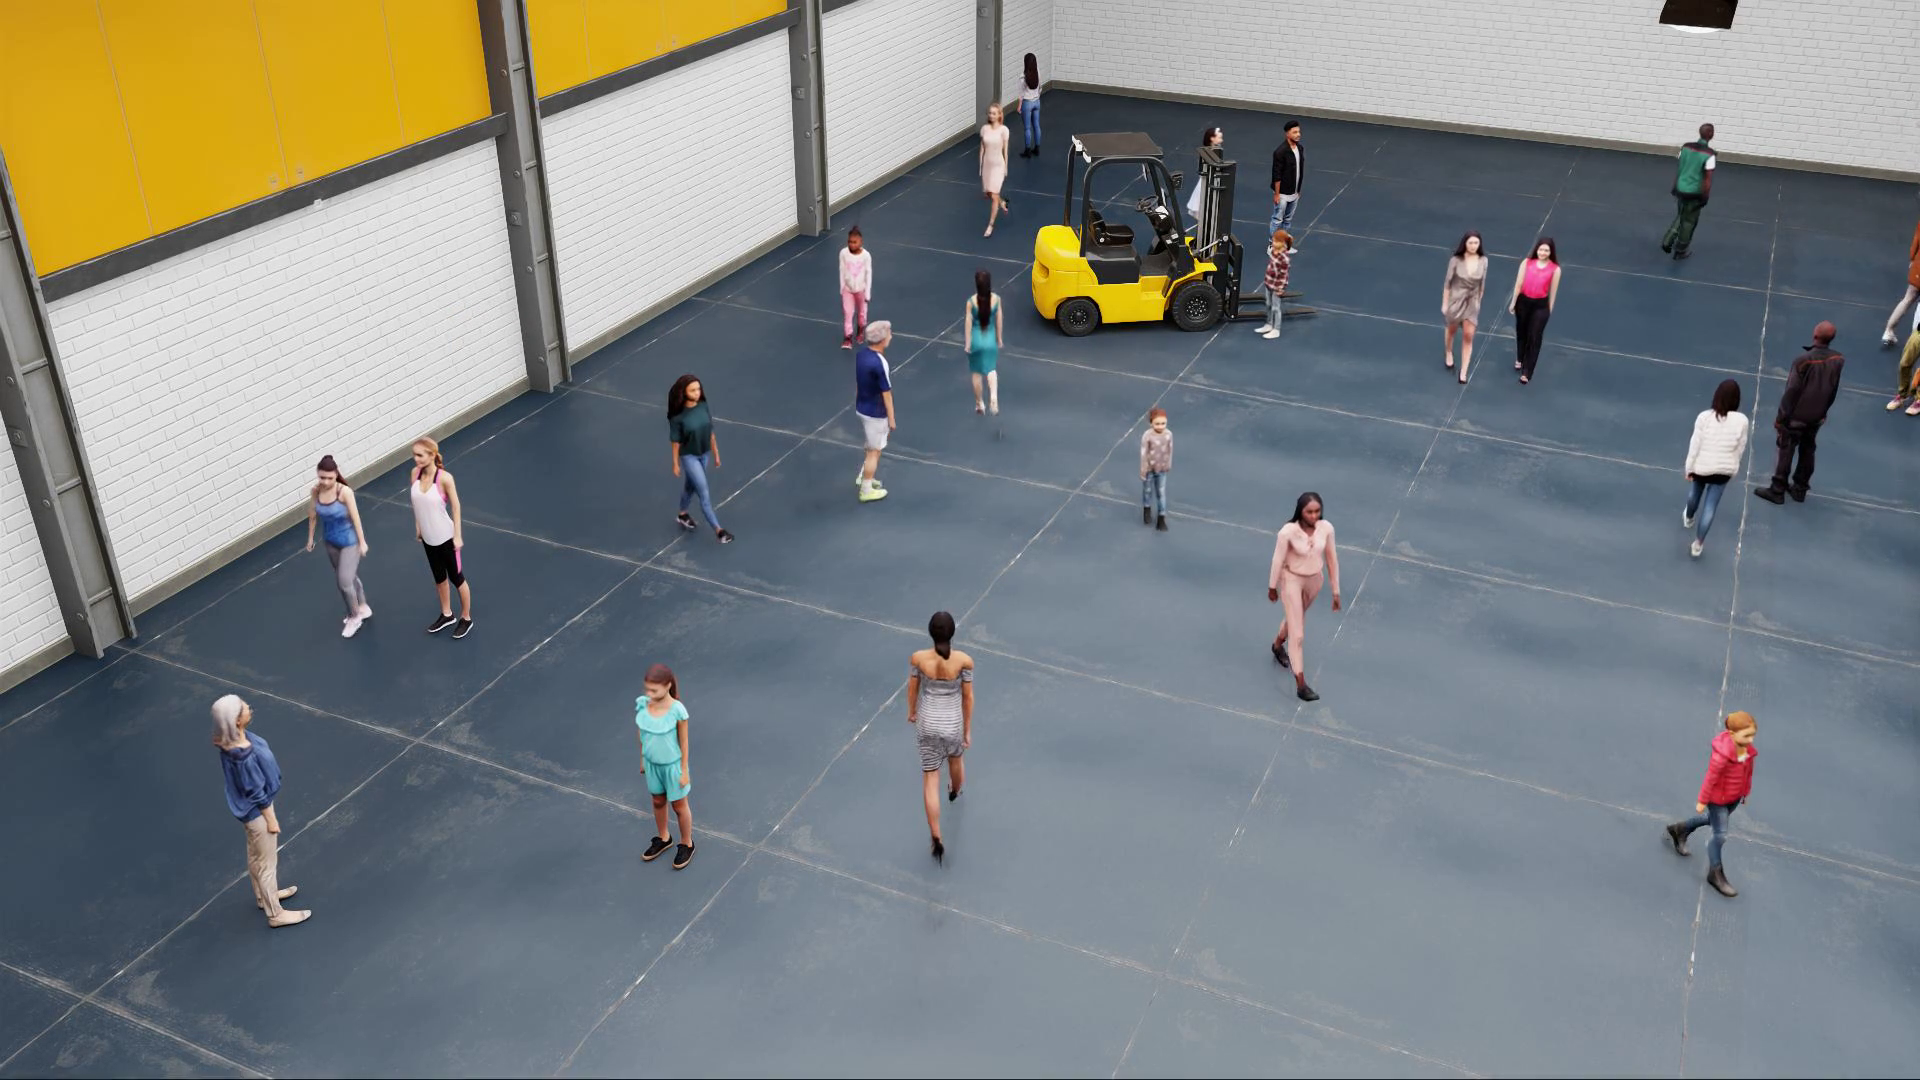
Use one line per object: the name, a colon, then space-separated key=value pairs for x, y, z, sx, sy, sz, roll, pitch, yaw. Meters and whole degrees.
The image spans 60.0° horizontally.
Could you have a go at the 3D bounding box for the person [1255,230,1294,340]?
person: x=3.742 y=-3.038 z=19.634 sx=0.697 sy=1.306 sz=0.632 roll=-8 pitch=30 yaw=-14

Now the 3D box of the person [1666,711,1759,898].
person: x=5.002 y=1.669 z=11.017 sx=0.889 sy=1.293 sz=0.906 roll=-13 pitch=31 yaw=-23

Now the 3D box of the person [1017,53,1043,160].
person: x=1.125 y=-6.893 z=26.361 sx=0.601 sy=1.633 sz=0.733 roll=-21 pitch=35 yaw=-33

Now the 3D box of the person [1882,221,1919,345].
person: x=11.126 y=-3.073 z=19.188 sx=1.291 sy=1.795 sz=1.151 roll=-14 pitch=32 yaw=-25

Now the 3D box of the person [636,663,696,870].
person: x=-1.962 y=1.478 z=11.092 sx=0.534 sy=1.558 sz=0.526 roll=13 pitch=31 yaw=22

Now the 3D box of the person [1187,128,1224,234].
person: x=3.254 y=-4.486 z=21.758 sx=0.876 sy=1.813 sz=0.791 roll=1 pitch=29 yaw=1

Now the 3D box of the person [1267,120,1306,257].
person: x=4.336 y=-4.693 z=22.139 sx=0.683 sy=1.813 sz=0.836 roll=-24 pitch=36 yaw=-36

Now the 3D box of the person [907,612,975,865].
person: x=-0.136 y=1.344 z=11.100 sx=0.889 sy=1.786 sz=1.139 roll=1 pitch=29 yaw=2

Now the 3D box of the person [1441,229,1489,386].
person: x=5.549 y=-2.615 z=18.458 sx=0.870 sy=1.690 sz=1.164 roll=2 pitch=29 yaw=3

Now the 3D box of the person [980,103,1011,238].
person: x=0.503 y=-5.118 z=22.919 sx=0.583 sy=1.813 sz=0.944 roll=12 pitch=31 yaw=22

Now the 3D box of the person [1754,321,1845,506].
person: x=7.993 y=-1.207 z=15.736 sx=0.796 sy=1.825 sz=0.817 roll=-5 pitch=29 yaw=-10

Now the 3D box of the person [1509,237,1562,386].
person: x=6.358 y=-2.574 z=18.469 sx=0.664 sy=1.608 sz=1.099 roll=16 pitch=32 yaw=27

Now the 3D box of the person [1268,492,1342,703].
person: x=2.631 y=0.352 z=13.043 sx=1.113 sy=1.666 sz=1.190 roll=-9 pitch=30 yaw=-17

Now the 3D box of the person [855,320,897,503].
person: x=-0.899 y=-1.198 z=15.729 sx=0.815 sy=1.816 sz=0.782 roll=-15 pitch=32 yaw=-25

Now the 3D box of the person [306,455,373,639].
person: x=-5.058 y=0.003 z=13.764 sx=0.643 sy=1.590 sz=0.650 roll=15 pitch=32 yaw=25

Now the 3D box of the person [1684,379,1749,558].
person: x=6.739 y=-0.614 z=14.887 sx=0.649 sy=1.596 sz=1.055 roll=11 pitch=31 yaw=20

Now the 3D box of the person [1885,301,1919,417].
person: x=10.318 y=-2.179 z=17.545 sx=0.807 sy=1.798 sz=0.793 roll=-20 pitch=35 yaw=-32

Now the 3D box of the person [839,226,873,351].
person: x=-1.205 y=-2.964 z=19.375 sx=0.721 sy=1.424 sz=0.966 roll=4 pitch=29 yaw=7

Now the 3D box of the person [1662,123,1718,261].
person: x=9.562 y=-4.563 z=21.881 sx=0.919 sy=1.831 sz=0.866 roll=-16 pitch=32 yaw=-27

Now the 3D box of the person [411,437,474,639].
person: x=-4.253 y=-0.040 z=13.636 sx=0.599 sy=1.787 sz=0.495 roll=13 pitch=31 yaw=22

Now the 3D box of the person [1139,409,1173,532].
person: x=1.794 y=-0.699 z=15.483 sx=0.684 sy=1.175 sz=0.802 roll=-3 pitch=29 yaw=-5

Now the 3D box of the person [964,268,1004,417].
person: x=0.264 y=-2.015 z=17.374 sx=0.818 sy=1.674 sz=0.891 roll=-8 pitch=30 yaw=-15

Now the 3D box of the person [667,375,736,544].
person: x=-2.468 y=-0.766 z=15.190 sx=0.865 sy=1.573 sz=1.067 roll=22 pitch=36 yaw=35

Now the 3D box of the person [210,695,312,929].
person: x=-4.476 y=1.700 z=10.543 sx=0.717 sy=1.694 sz=0.705 roll=-20 pitch=34 yaw=-31
